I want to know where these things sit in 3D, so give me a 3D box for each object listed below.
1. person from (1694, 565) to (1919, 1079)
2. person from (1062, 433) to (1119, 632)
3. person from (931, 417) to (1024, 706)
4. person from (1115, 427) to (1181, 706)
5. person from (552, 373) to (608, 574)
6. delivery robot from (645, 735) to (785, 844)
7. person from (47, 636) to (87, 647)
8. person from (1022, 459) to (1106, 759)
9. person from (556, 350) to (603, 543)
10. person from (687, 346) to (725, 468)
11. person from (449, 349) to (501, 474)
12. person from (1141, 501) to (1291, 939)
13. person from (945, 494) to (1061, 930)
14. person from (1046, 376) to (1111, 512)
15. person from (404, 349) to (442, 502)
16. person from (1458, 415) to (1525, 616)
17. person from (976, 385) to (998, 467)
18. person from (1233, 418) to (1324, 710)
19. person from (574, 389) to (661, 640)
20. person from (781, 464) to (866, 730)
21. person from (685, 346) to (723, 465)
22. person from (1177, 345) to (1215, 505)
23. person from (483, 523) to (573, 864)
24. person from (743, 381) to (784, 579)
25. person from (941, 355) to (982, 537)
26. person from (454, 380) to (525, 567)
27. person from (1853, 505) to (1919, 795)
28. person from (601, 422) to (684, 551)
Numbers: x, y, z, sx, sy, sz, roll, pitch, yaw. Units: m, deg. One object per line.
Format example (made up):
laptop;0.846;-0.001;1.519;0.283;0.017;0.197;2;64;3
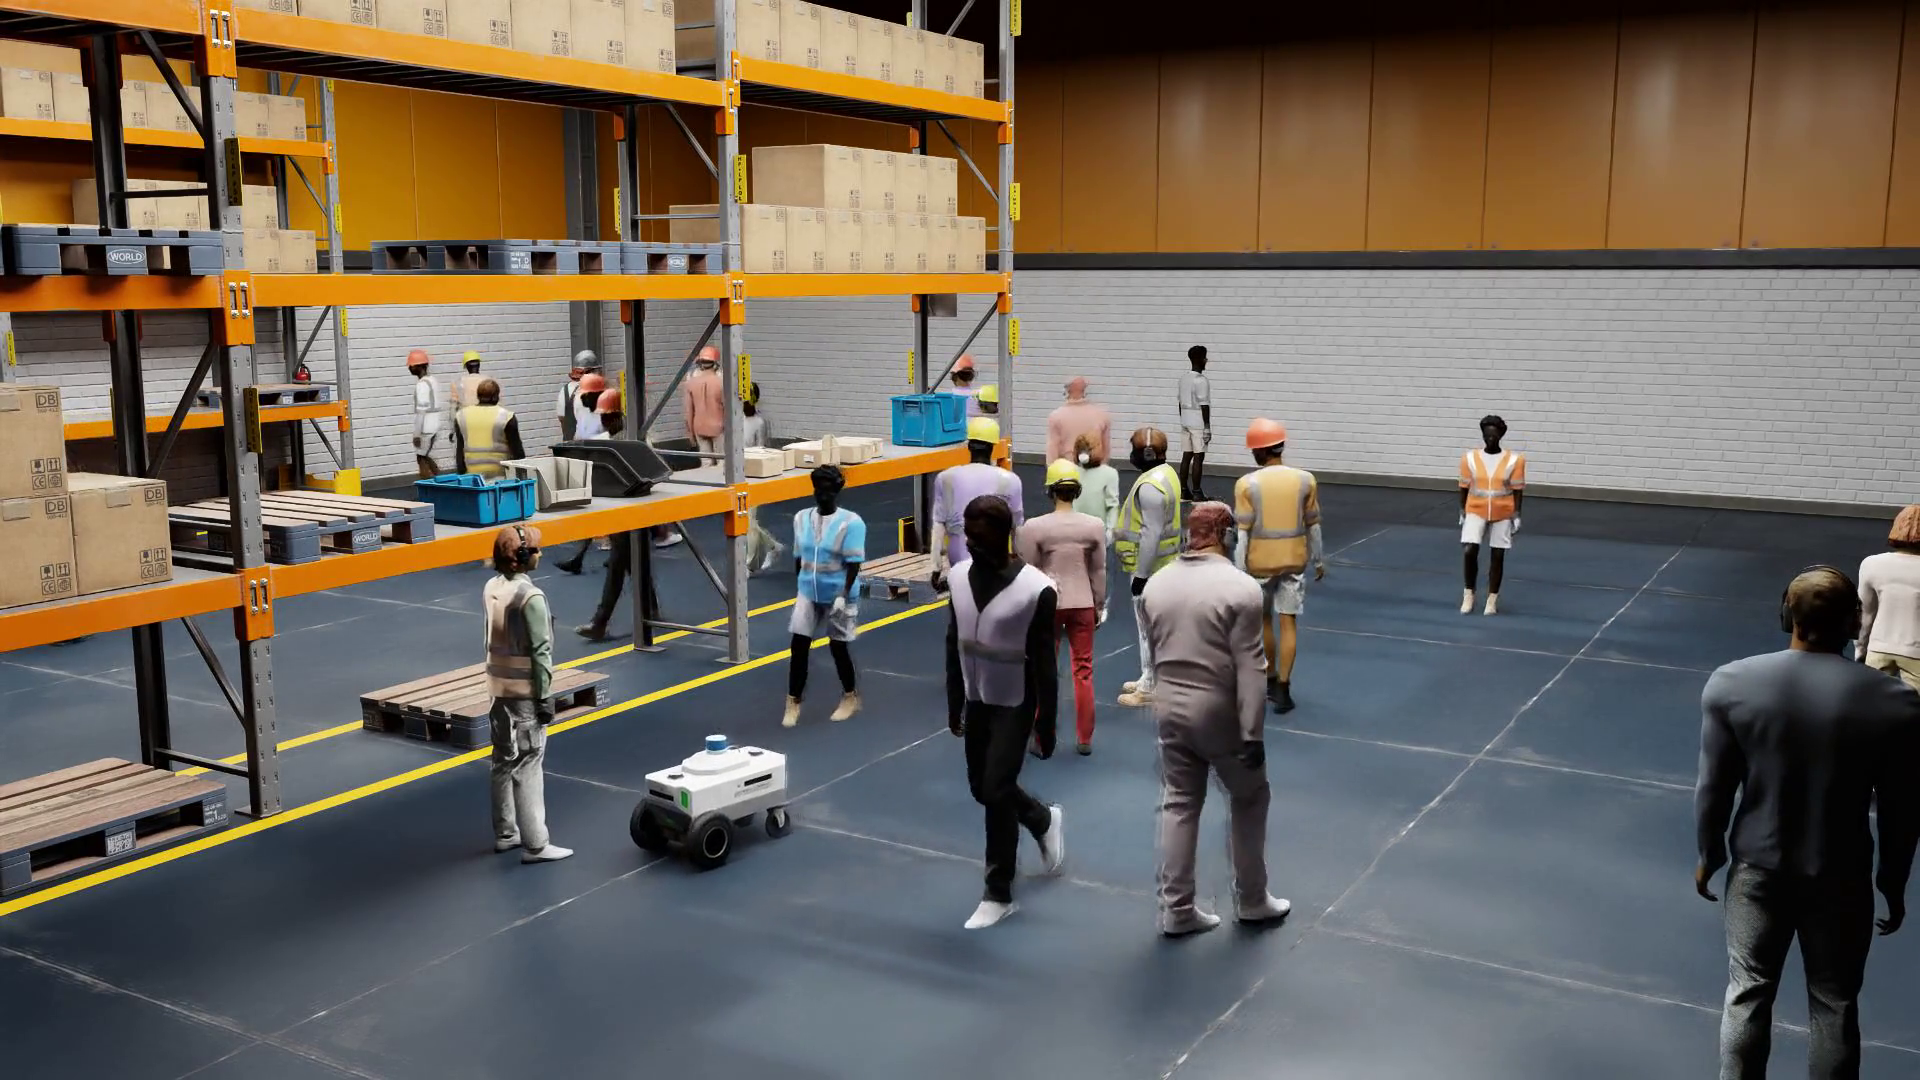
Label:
person;2.651;1.040;5.252;0.632;1.936;0.359;5;11;30
person;1.029;-0.067;13.266;0.500;1.578;0.888;3;10;19
person;0.141;0.117;11.185;0.595;1.875;0.978;2;9;12
person;1.234;0.172;10.971;0.429;1.844;0.627;2;9;13
person;-3.517;-0.629;15.805;0.980;1.890;0.568;-8;12;-42
delivery robot;-1.198;1.208;8.213;0.477;0.478;0.707;8;12;40
person;-7.045;-0.033;12.433;0.612;1.783;0.919;7;11;36
person;0.601;0.404;9.783;0.522;1.762;0.333;-3;9;-16
person;-3.907;-0.992;17.616;0.672;2.000;0.536;8;12;42
person;-2.964;-1.307;19.756;0.639;1.980;0.506;3;10;19
person;-6.041;-1.413;20.670;0.636;1.907;0.587;-4;10;-22
person;1.132;0.768;7.194;0.750;1.864;0.707;-9;12;-43
person;0.230;0.721;7.438;0.604;1.897;0.771;8;12;42
person;1.121;-0.643;16.013;0.648;1.856;0.955;-1;9;-6
person;-6.542;-1.368;20.308;0.477;1.924;0.606;-1;9;-5
person;4.372;-0.188;13.726;0.537;1.681;0.498;4;10;21
person;0.261;-0.649;16.353;0.377;1.754;0.530;2;9;14
person;2.089;0.156;10.860;0.665;1.905;0.590;-1;9;-5
person;-2.713;-0.218;13.105;0.649;1.937;1.046;6;11;31
person;-0.815;0.346;10.388;0.551;1.672;0.570;4;10;24
person;-3.409;-1.682;22.474;0.582;1.871;0.416;5;10;27
person;2.913;-1.414;20.511;0.362;1.954;0.611;-4;10;-24
person;-2.129;0.739;8.051;0.315;1.641;0.514;-8;12;-42
person;-1.920;-0.553;15.434;0.504;1.860;0.538;-5;10;-29
person;0.003;-0.934;17.431;0.629;1.995;1.045;-6;11;-32
person;-4.572;-0.677;16.404;0.641;1.795;0.910;2;9;11
person;4.998;0.623;8.826;0.277;1.628;0.500;-7;11;-37
person;-3.296;-0.816;17.109;0.931;1.857;0.631;-7;11;-36
